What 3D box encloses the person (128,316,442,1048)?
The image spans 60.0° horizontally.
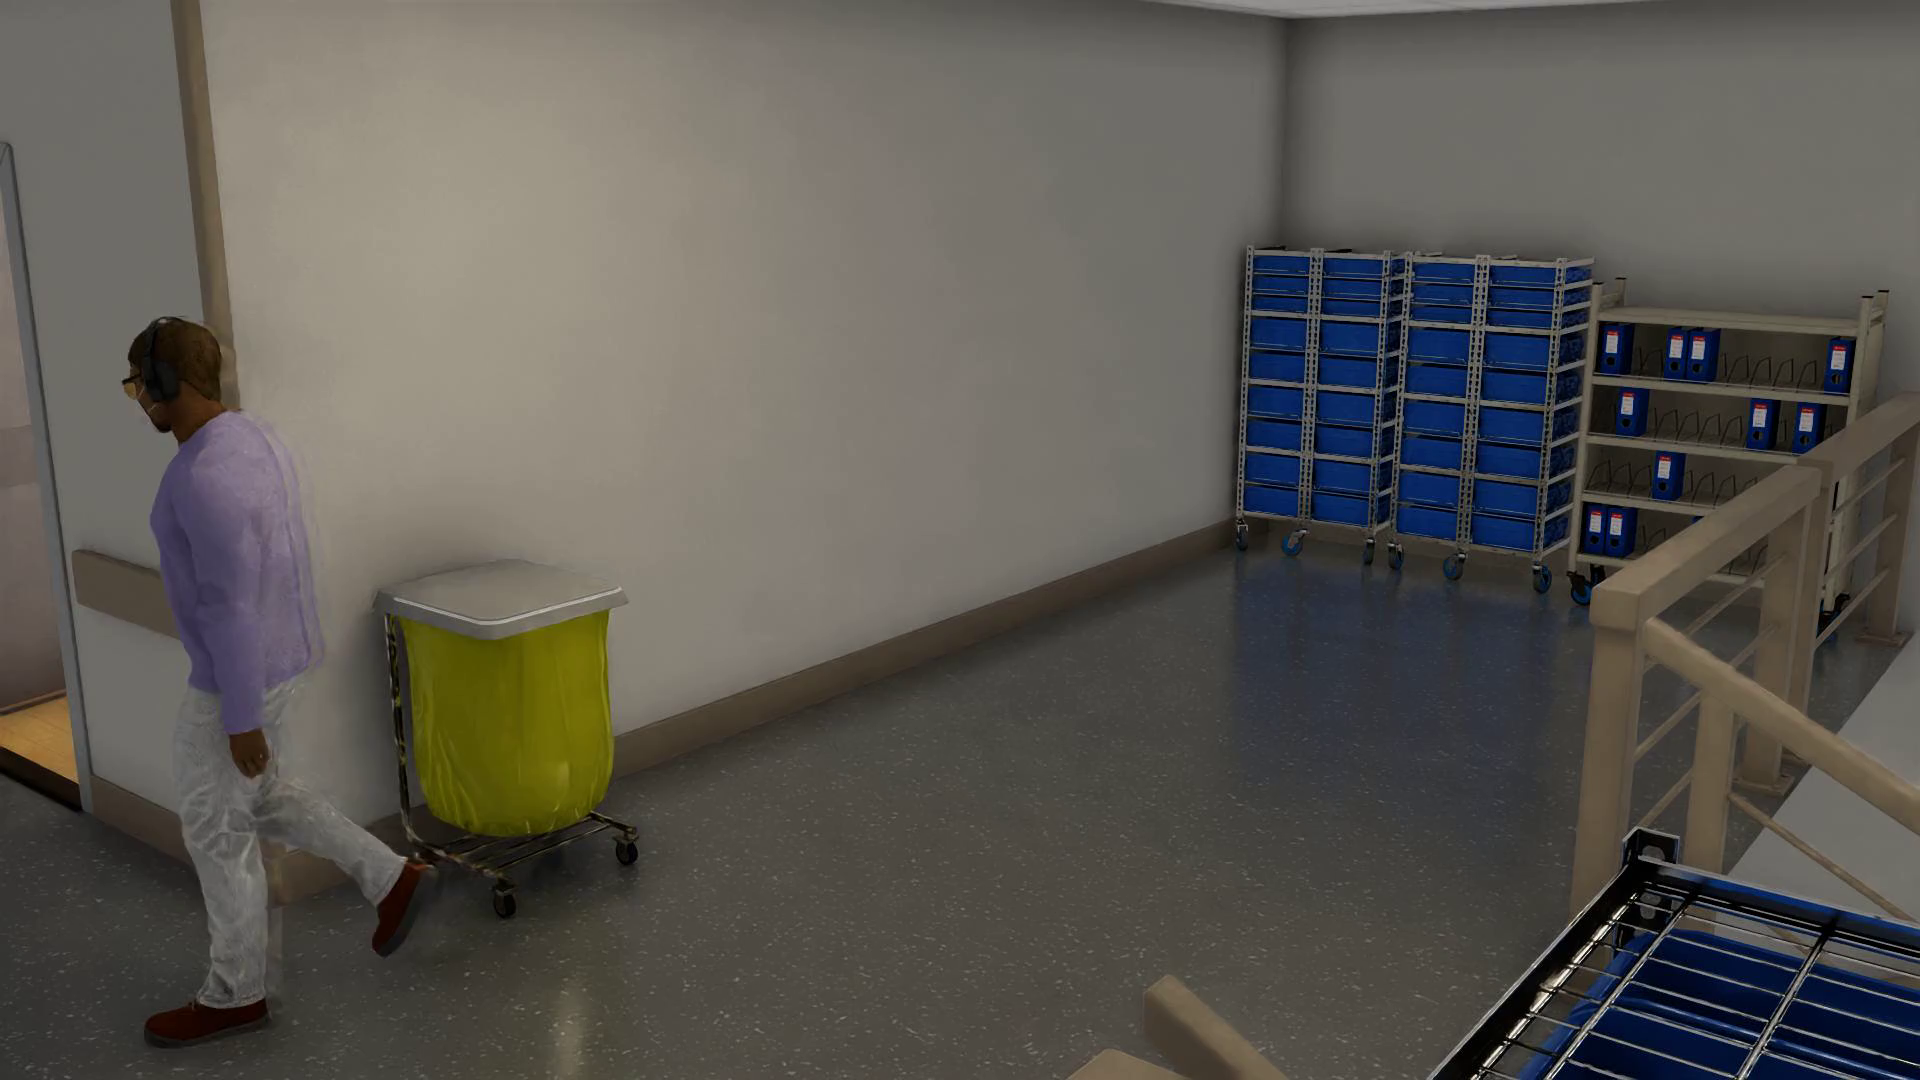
[{"bbox_3d":[-1.826,0.363,4.390,0.685,1.908,0.662,-4,14,-15],"label":"person"}]
